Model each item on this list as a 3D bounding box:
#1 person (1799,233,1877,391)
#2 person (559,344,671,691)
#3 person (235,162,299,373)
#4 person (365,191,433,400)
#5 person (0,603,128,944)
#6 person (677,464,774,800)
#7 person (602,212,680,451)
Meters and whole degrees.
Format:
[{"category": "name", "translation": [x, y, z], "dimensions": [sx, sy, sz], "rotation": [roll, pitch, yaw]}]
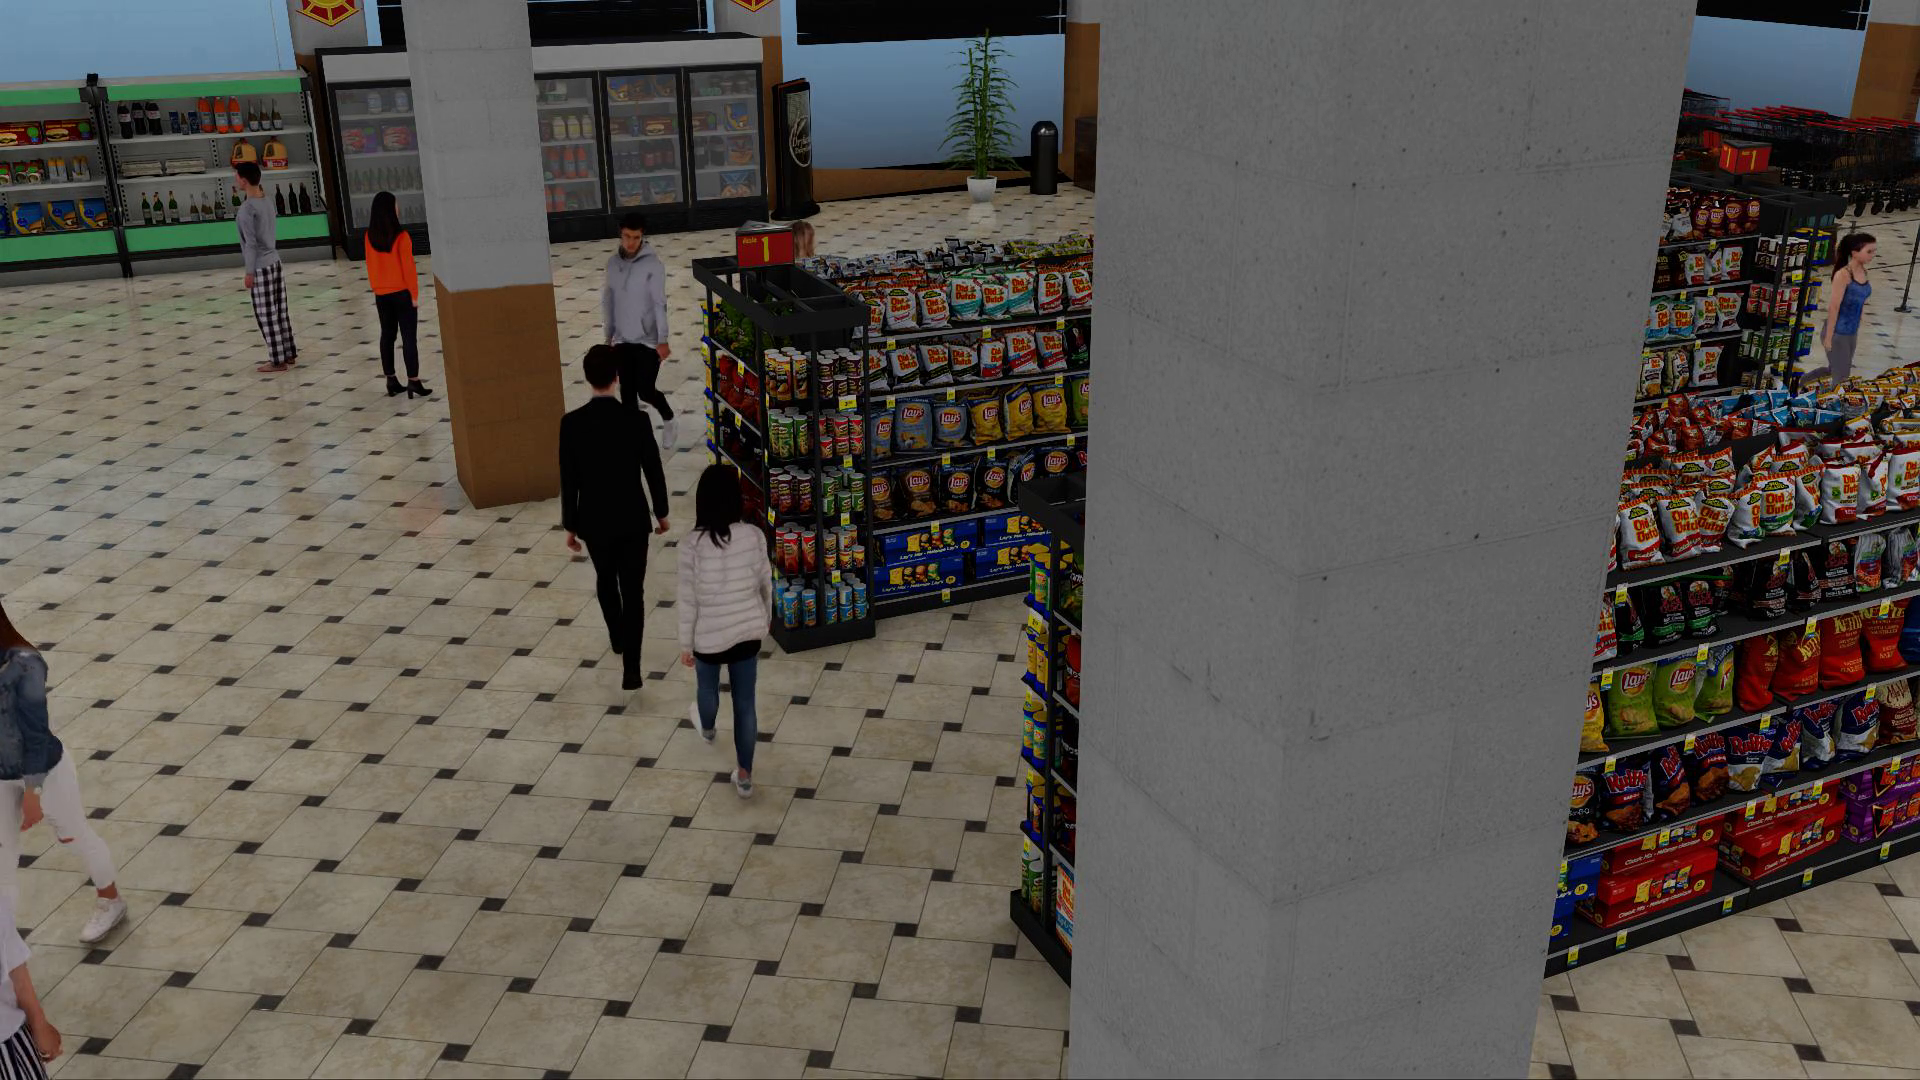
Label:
[{"category": "person", "translation": [6.906, -1.635, 13.158], "dimensions": [0.941, 1.591, 0.754], "rotation": [-16, 27, -35]}, {"category": "person", "translation": [-1.850, -0.072, 8.920], "dimensions": [1.248, 1.851, 1.015], "rotation": [-3, 22, -8]}, {"category": "person", "translation": [-6.192, -2.432, 14.799], "dimensions": [0.697, 1.847, 0.702], "rotation": [1, 22, 3]}, {"category": "person", "translation": [-4.765, -2.062, 14.009], "dimensions": [0.702, 1.749, 0.753], "rotation": [9, 24, 21]}, {"category": "person", "translation": [-3.687, 0.916, 6.714], "dimensions": [1.036, 1.663, 1.049], "rotation": [5, 22, 11]}, {"category": "person", "translation": [-1.093, 0.471, 7.908], "dimensions": [0.974, 1.598, 0.757], "rotation": [-8, 23, -19]}, {"category": "person", "translation": [-2.341, -1.520, 12.449], "dimensions": [0.962, 1.907, 1.023], "rotation": [10, 24, 22]}]
